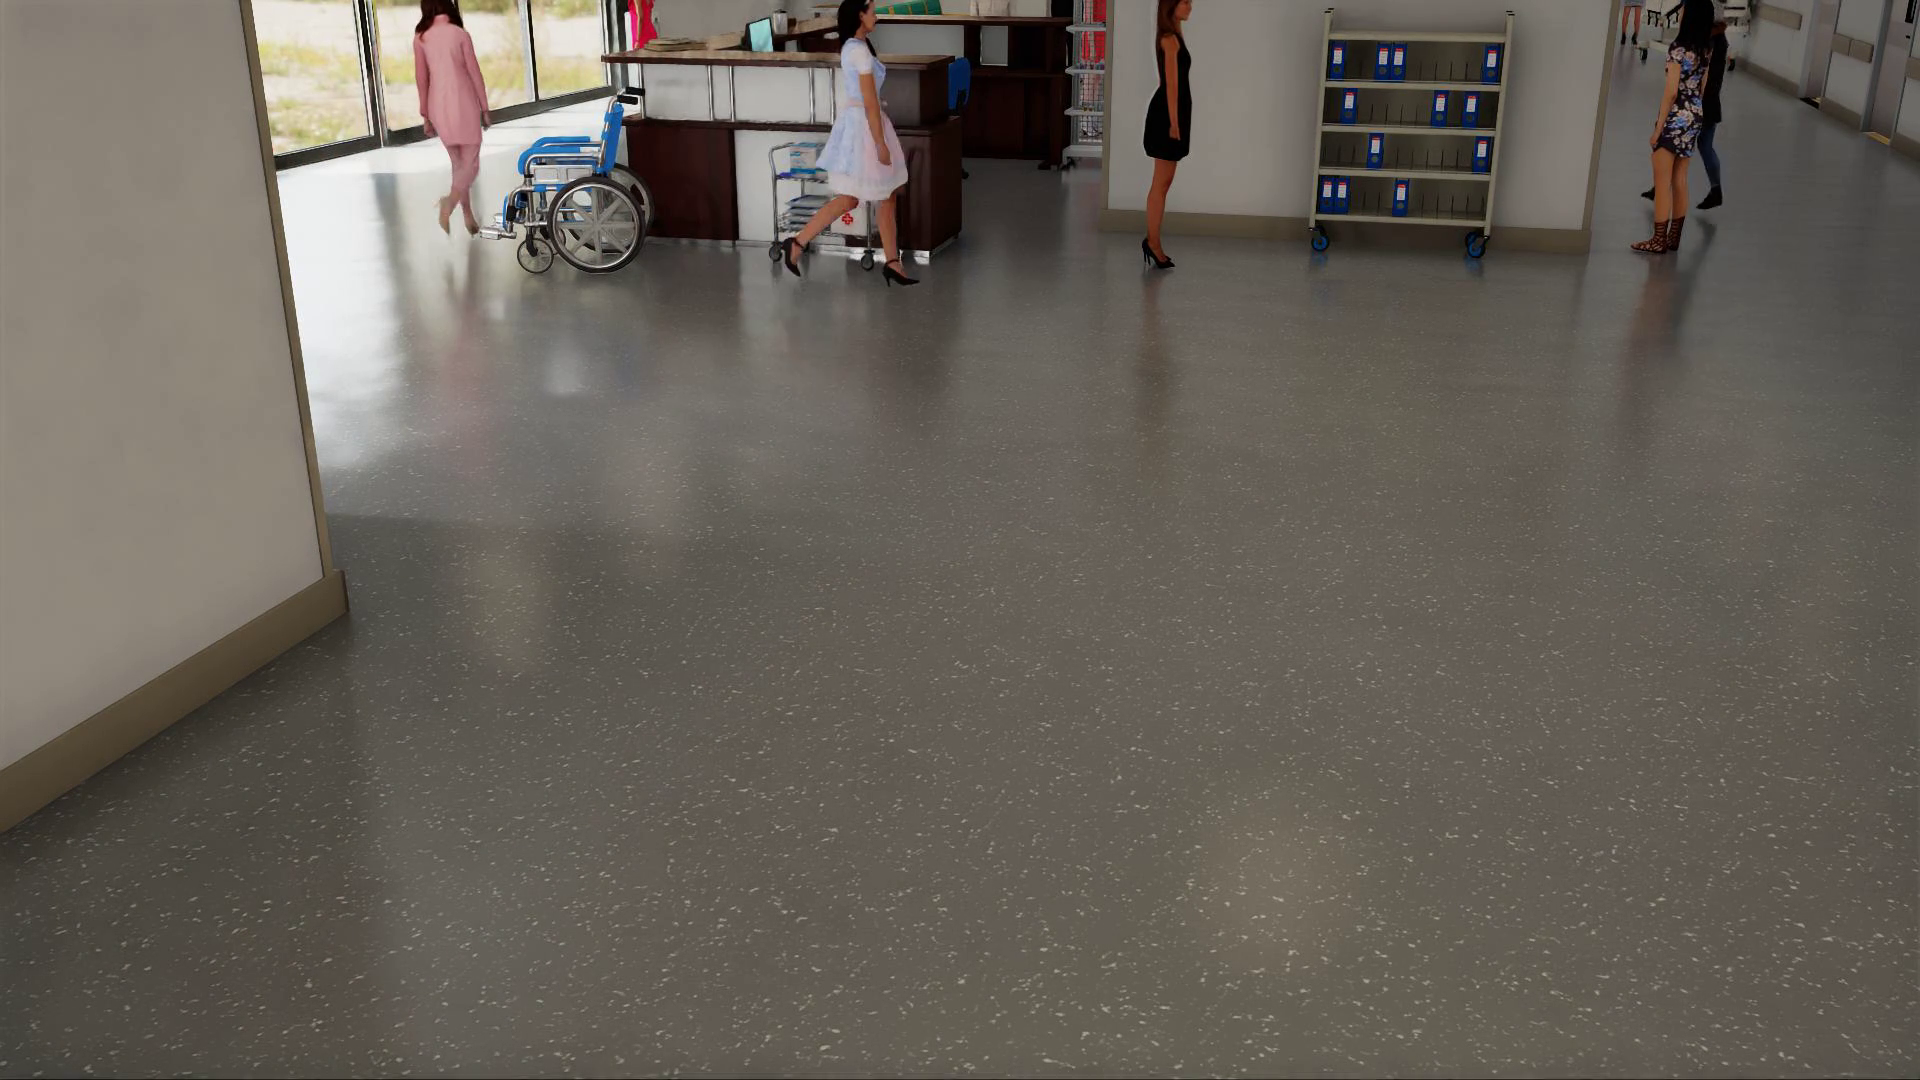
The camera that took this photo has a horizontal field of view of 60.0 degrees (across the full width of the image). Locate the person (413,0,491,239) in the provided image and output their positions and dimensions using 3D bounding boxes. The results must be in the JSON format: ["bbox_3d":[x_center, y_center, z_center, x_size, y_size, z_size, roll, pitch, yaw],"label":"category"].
[{"bbox_3d":[-3.616,-2.982,11.799,1.005,1.774,0.820,1,21,3],"label":"person"}]

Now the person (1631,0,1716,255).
[{"bbox_3d":[5.009,-2.887,11.605,0.669,1.733,0.713,-14,25,-32],"label":"person"}]

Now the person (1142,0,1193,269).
[{"bbox_3d":[1.390,-2.754,11.111,0.580,1.834,0.617,2,21,4],"label":"person"}]

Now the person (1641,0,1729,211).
[{"bbox_3d":[5.887,-3.402,13.159,1.092,1.595,1.032,-6,22,-15],"label":"person"}]

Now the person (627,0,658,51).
[{"bbox_3d":[-3.721,-5.939,19.673,0.534,1.727,0.571,5,21,12],"label":"person"}]

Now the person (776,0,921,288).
[{"bbox_3d":[-0.686,-2.402,10.250,1.240,1.786,0.966,-3,21,-8],"label":"person"}]

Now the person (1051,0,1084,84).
[{"bbox_3d":[1.479,-7.176,23.095,0.665,1.616,0.777,13,24,31],"label":"person"}]

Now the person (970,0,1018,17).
[{"bbox_3d":[0.356,-5.210,17.632,0.531,1.809,0.760,2,21,5],"label":"person"}]

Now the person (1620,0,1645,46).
[{"bbox_3d":[12.151,-9.875,29.929,0.560,1.822,0.720,12,24,29],"label":"person"}]

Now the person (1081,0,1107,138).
[{"bbox_3d":[1.446,-5.253,17.720,0.555,1.827,0.634,9,23,23],"label":"person"}]
